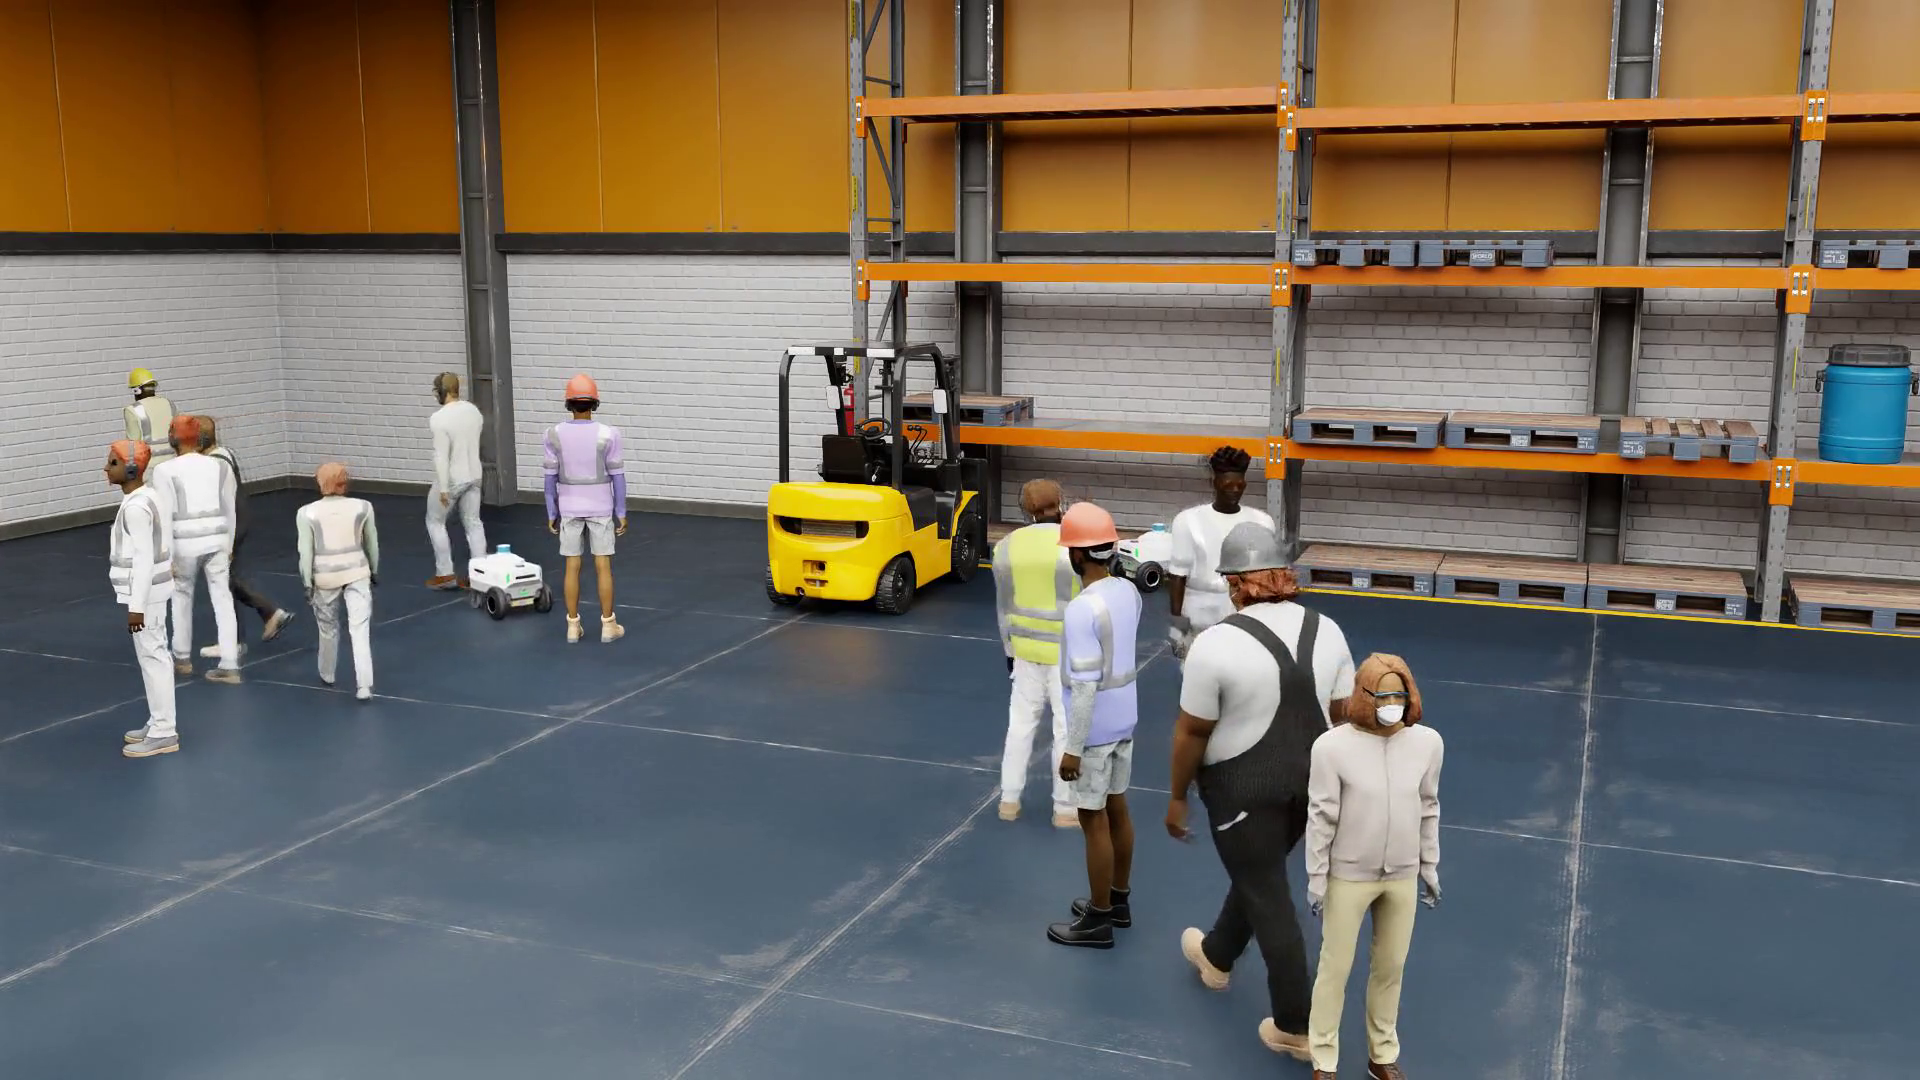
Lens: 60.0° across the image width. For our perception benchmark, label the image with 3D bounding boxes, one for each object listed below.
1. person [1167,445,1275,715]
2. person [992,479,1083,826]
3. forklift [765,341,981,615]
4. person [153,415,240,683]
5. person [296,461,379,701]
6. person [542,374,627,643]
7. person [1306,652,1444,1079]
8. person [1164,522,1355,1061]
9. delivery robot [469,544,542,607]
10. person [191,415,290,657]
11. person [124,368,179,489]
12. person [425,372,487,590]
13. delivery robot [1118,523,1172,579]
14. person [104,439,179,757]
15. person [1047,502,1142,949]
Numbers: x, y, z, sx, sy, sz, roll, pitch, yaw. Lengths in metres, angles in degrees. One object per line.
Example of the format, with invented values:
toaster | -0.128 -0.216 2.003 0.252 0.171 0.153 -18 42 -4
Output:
person | 1.446 0.413 9.338 0.611 1.939 0.943 -1 10 -4
person | 0.476 0.598 8.635 0.684 1.818 0.430 8 13 36
forklift | -0.739 -0.602 14.246 1.214 2.155 2.313 4 11 21
person | -5.334 0.059 11.577 0.932 1.835 0.584 9 13 40
person | -4.141 0.261 11.126 0.522 1.587 0.890 -5 11 -26
person | -2.829 -0.236 12.611 0.615 2.047 0.356 0 10 0
person | 1.450 1.187 5.839 0.507 1.632 0.264 -2 10 -12
person | 1.121 0.887 6.377 0.715 2.000 1.005 -5 12 -28
delivery robot | -3.731 0.280 13.637 0.477 0.478 0.707 -9 14 -42
person | -5.299 -0.026 12.118 0.558 1.809 0.596 -2 10 -13
person | -7.839 -0.756 16.127 0.403 1.828 0.588 4 11 23
person | -4.429 -0.506 14.478 0.677 1.911 0.639 5 12 28
delivery robot | 1.750 0.095 14.668 0.707 0.478 0.477 -5 12 -28
person | -4.860 0.337 9.880 0.353 1.884 0.577 -4 11 -22
person | 0.567 0.798 7.175 0.376 1.933 0.545 6 12 29
